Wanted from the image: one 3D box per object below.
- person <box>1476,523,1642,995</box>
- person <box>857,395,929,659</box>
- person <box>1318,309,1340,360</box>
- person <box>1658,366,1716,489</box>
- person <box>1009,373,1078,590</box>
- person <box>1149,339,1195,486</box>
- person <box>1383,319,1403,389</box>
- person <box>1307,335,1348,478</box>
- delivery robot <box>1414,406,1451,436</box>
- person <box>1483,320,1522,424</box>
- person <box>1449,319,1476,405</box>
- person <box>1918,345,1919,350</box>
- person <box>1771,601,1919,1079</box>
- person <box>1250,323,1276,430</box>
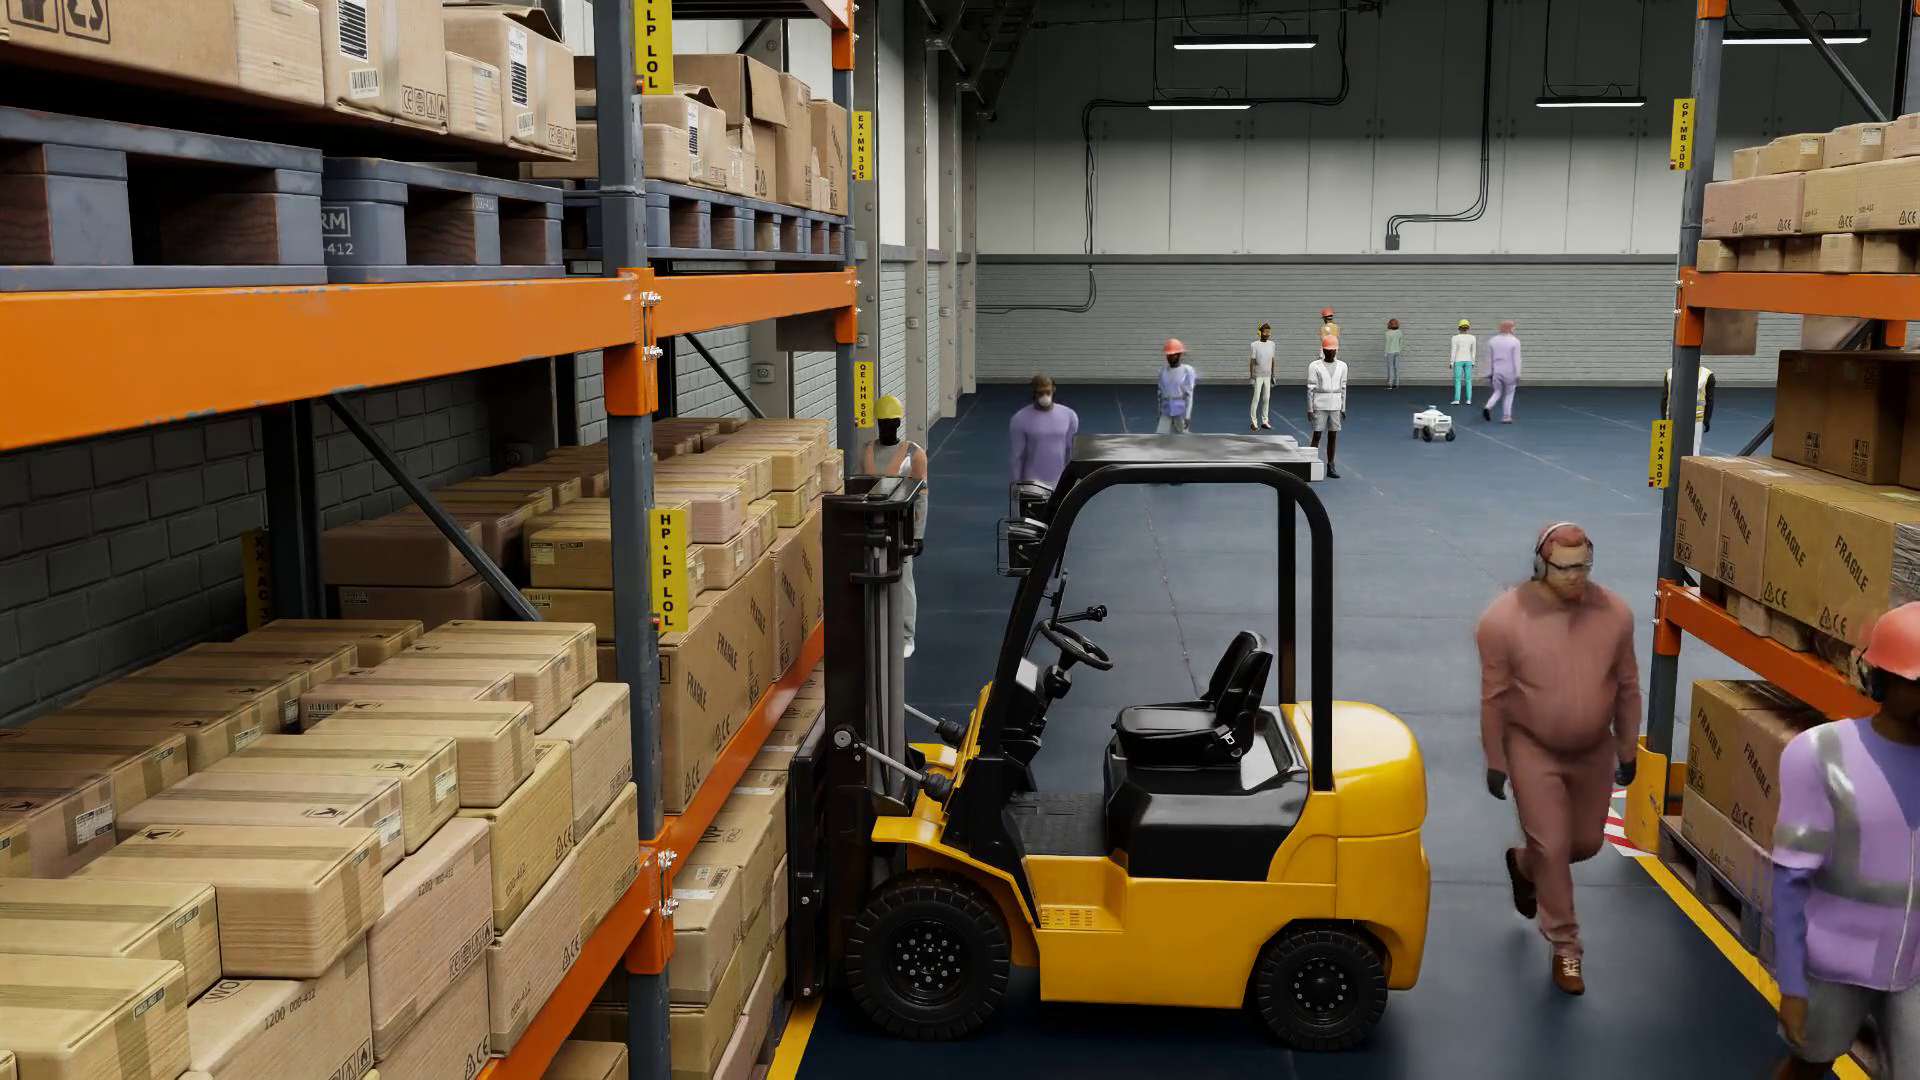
[{"bbox_3d":[2.397,0.825,6.783,0.668,1.872,0.746,-1,9,-3],"label":"person"},{"bbox_3d":[-0.520,-0.097,12.157,0.594,1.929,0.352,5,10,26],"label":"person"},{"bbox_3d":[7.980,-4.049,36.123,0.542,1.928,0.374,-7,12,-37],"label":"person"},{"bbox_3d":[9.242,-1.538,21.188,0.622,1.837,0.430,7,12,35],"label":"person"},{"bbox_3d":[0.749,-0.520,14.759,0.644,1.916,0.477,-2,10,-13],"label":"person"},{"bbox_3d":[2.736,-1.628,21.513,0.546,1.914,0.722,6,11,32],"label":"person"},{"bbox_3d":[10.077,-4.334,38.736,0.500,1.633,0.285,-6,11,-31],"label":"person"},{"bbox_3d":[4.950,-1.786,22.377,0.551,1.934,0.373,-1,9,-8],"label":"person"},{"bbox_3d":[7.754,-1.955,27.296,0.477,0.478,0.707,-2,10,-13],"label":"delivery robot"},{"bbox_3d":[9.806,-3.019,30.013,0.552,1.885,0.641,-6,11,-33],"label":"person"},{"bbox_3d":[10.343,-3.660,34.254,0.533,1.767,0.327,-1,9,-7],"label":"person"},{"bbox_3d":[13.242,-1.807,22.788,0.601,1.831,0.972,-1,9,-4],"label":"person"},{"bbox_3d":[2.515,1.135,4.565,0.621,1.991,1.073,1,9,6],"label":"person"},{"bbox_3d":[5.283,-2.841,29.011,0.516,1.865,0.312,-4,10,-25],"label":"person"}]
